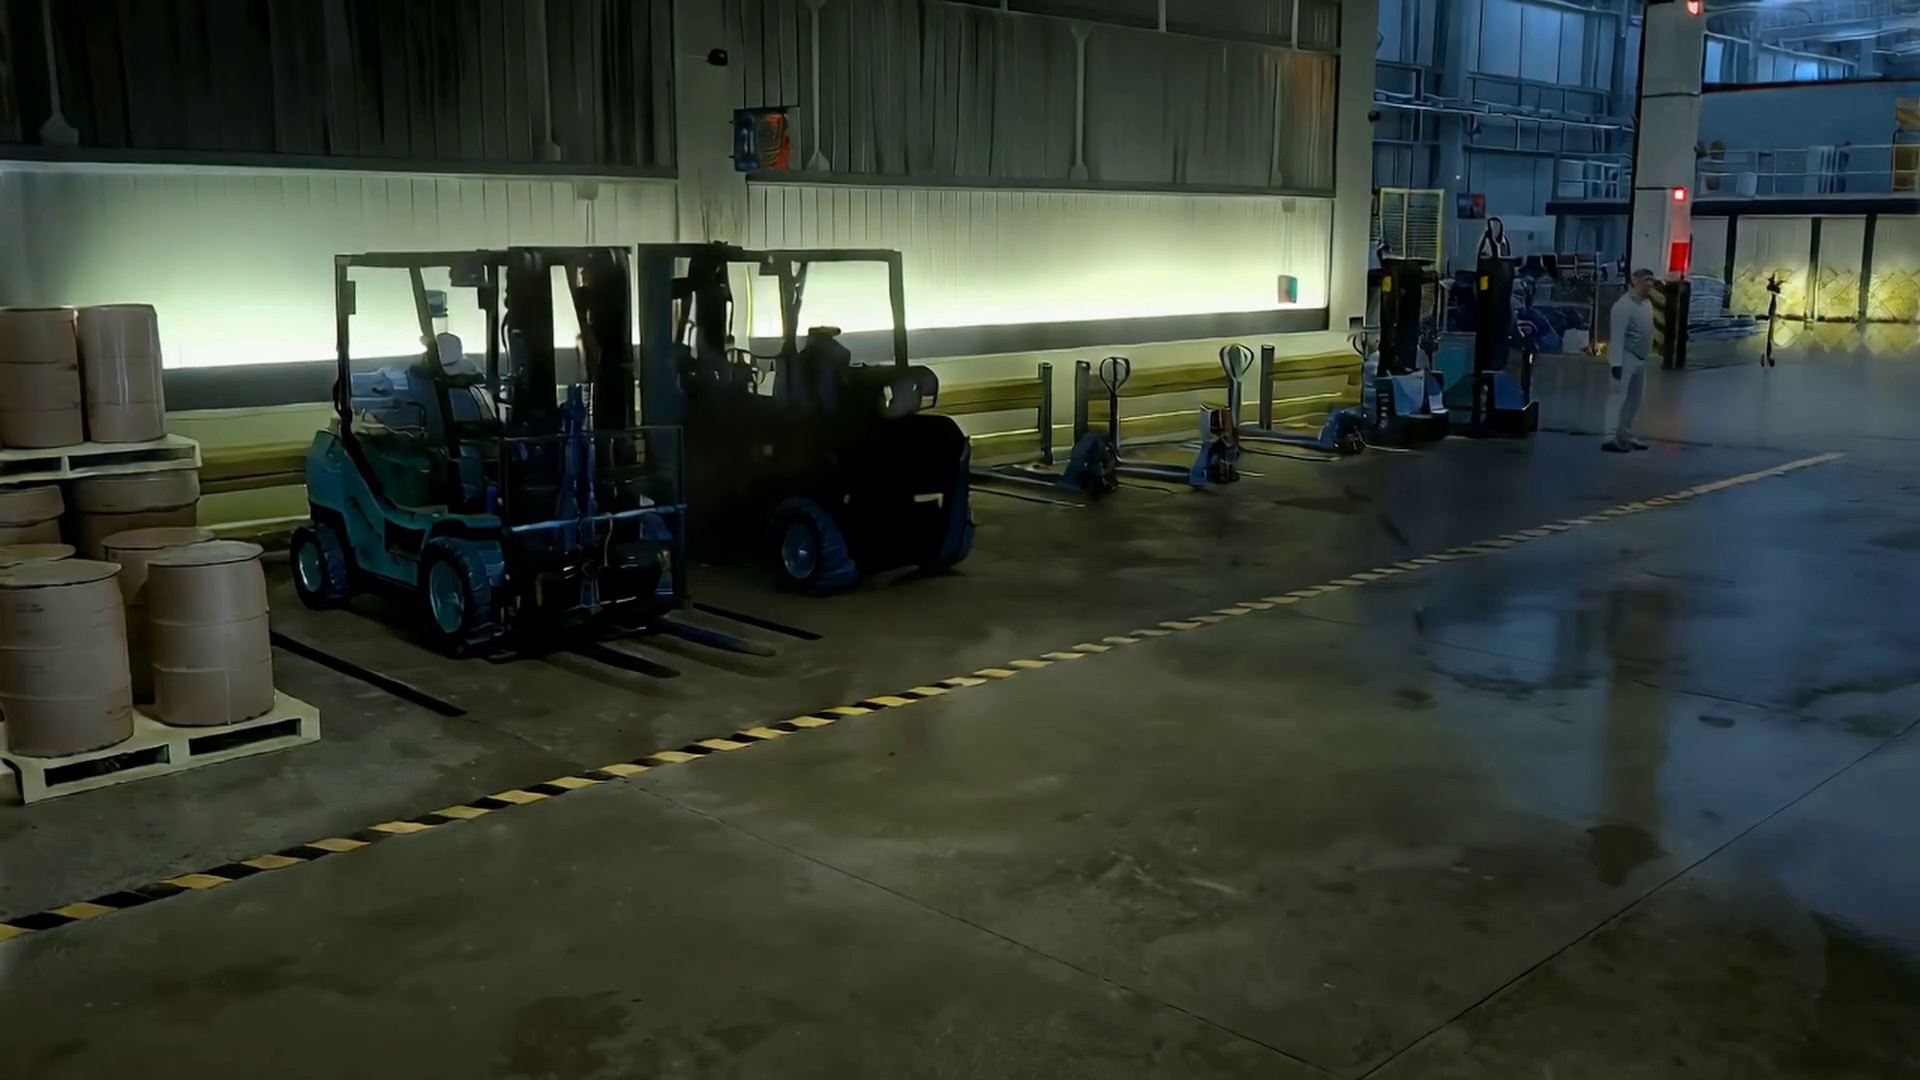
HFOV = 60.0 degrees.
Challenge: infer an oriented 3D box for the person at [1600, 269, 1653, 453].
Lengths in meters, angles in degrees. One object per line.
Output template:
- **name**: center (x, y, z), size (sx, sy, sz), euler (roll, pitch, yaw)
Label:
- **person**: center (6.922, -1.845, 17.212), size (0.759, 1.897, 0.398), euler (-9, 14, -41)

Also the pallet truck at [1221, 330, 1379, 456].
- **pallet truck**: center (3.563, -1.581, 17.381), size (0.653, 1.274, 1.630), euler (-10, 14, -44)

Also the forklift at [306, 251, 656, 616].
- **forklift**: center (-2.833, -0.669, 9.694), size (1.157, 1.987, 2.680), euler (-10, 14, -44)

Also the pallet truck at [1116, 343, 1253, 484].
- **pallet truck**: center (1.962, -1.215, 15.415), size (1.522, 1.261, 0.704), euler (10, 14, 43)

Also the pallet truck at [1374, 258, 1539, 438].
- **pallet truck**: center (5.704, -2.208, 18.901), size (1.885, 1.965, 0.823), euler (10, 14, 43)

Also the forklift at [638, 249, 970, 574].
- **forklift**: center (-1.173, -0.958, 11.239), size (2.680, 1.987, 1.157), euler (10, 14, 43)

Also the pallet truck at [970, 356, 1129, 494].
- **pallet truck**: center (0.784, -1.085, 14.876), size (0.680, 1.201, 1.601), euler (-10, 14, -44)

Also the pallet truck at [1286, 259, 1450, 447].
- **pallet truck**: center (4.493, -2.078, 18.196), size (0.823, 1.965, 1.885), euler (-9, 14, -40)
